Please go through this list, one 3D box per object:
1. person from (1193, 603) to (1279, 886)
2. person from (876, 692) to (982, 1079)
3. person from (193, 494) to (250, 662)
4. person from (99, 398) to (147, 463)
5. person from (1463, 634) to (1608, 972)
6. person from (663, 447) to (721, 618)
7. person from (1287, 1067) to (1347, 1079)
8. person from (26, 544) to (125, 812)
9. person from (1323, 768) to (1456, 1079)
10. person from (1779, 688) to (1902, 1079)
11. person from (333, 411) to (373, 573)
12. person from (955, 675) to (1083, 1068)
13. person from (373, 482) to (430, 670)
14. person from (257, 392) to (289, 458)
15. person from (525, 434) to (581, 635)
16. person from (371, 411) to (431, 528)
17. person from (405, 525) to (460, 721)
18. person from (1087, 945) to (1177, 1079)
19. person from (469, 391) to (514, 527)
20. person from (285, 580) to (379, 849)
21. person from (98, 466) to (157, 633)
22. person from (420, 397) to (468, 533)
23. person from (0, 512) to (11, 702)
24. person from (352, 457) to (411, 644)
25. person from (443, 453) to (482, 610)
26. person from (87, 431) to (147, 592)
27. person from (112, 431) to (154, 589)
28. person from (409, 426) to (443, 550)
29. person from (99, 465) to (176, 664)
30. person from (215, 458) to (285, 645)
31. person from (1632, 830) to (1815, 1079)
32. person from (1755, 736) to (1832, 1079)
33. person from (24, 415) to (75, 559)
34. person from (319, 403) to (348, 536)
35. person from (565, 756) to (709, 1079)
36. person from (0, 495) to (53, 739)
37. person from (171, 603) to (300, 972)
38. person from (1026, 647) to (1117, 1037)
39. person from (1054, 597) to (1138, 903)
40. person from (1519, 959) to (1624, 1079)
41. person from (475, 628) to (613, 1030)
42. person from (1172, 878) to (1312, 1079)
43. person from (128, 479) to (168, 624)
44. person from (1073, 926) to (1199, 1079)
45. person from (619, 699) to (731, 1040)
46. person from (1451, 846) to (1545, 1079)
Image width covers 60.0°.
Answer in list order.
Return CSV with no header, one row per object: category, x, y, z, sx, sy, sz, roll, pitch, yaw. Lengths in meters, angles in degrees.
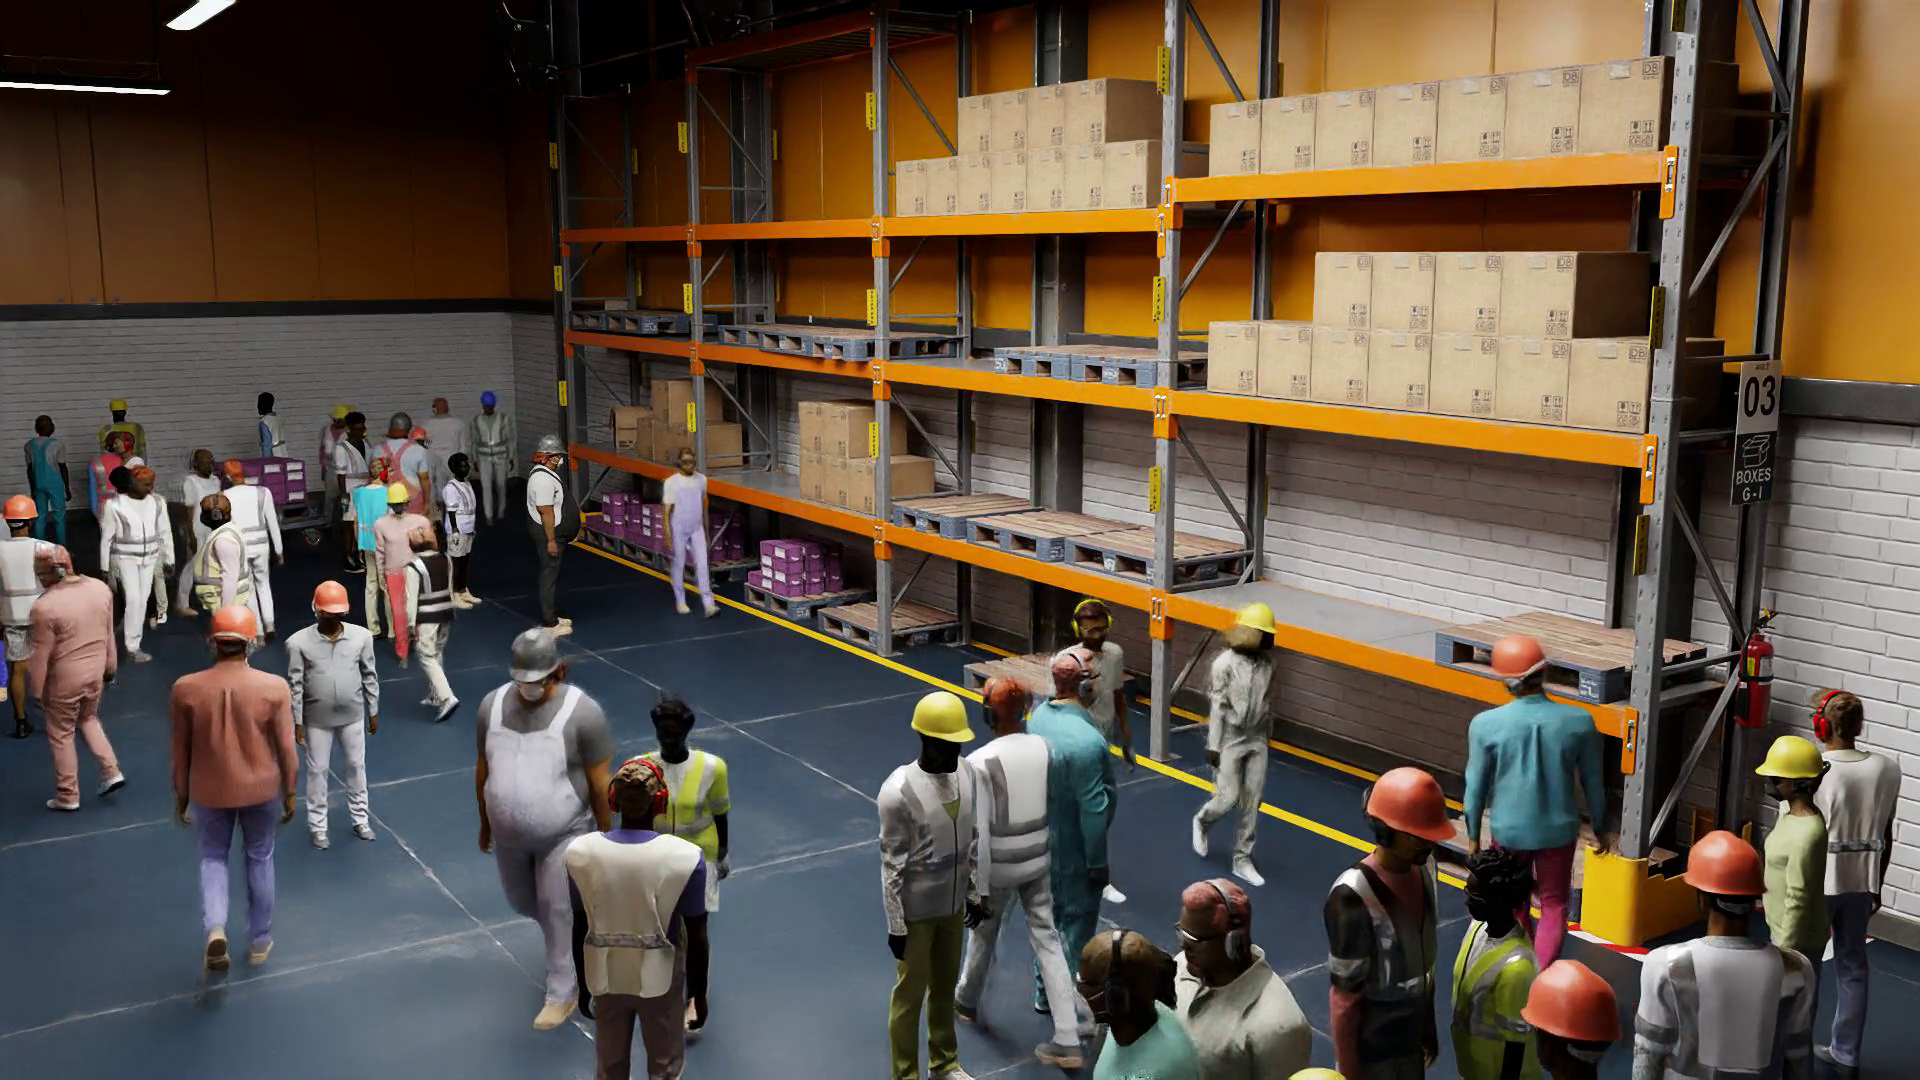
person,1.705,1.218,10.184,0.503,1.718,0.513,-5,11,-26
person,-0.109,1.601,7.383,0.397,1.920,0.586,8,13,40
person,-6.166,0.525,13.919,0.429,1.842,0.636,-4,11,-23
person,-11.171,-0.932,22.220,0.388,1.927,0.589,8,13,40
person,2.846,1.441,8.208,0.705,1.966,0.620,2,10,9
person,-2.827,-0.063,17.457,0.542,1.800,0.927,-6,11,-30
person,0.896,2.206,4.371,0.320,1.737,0.486,3,10,14
person,-6.089,0.938,11.374,0.447,1.885,0.668,3,10,18
person,1.547,1.789,5.971,0.410,2.030,0.611,9,13,44
person,4.000,1.598,7.636,0.561,1.837,0.388,-1,10,-6
person,-7.279,-0.582,20.093,0.376,1.958,0.599,3,10,19
person,0.265,1.553,7.952,0.589,1.825,1.025,-7,12,-35
person,-5.216,0.295,15.645,0.531,1.731,0.847,-3,10,-16
person,-9.617,-1.106,23.268,0.392,1.920,0.587,0,10,-3
person,-4.109,-0.069,16.823,0.535,2.000,0.679,-3,10,-17
person,-6.482,-0.504,19.376,0.692,2.000,0.652,1,10,7
person,-4.327,0.667,13.785,0.711,1.613,0.563,5,11,28
person,0.511,2.080,5.234,0.322,1.689,0.537,0,10,-1
person,-6.679,-1.183,23.777,0.607,1.917,0.953,-2,10,-13
person,-4.030,1.116,10.733,0.567,1.744,0.349,-6,11,-32
person,-8.419,0.097,16.845,0.535,1.699,0.322,-9,13,-42
person,-7.177,-1.051,23.128,0.635,1.868,0.915,-2,10,-10
person,-8.428,0.396,14.094,0.688,2.000,0.536,-3,10,-17
person,-5.700,0.107,16.358,0.570,1.843,0.373,4,10,22
person,-5.406,-0.104,18.037,0.319,1.696,0.532,1,10,3
person,-9.571,-0.327,18.967,0.639,1.833,0.432,-6,12,-33
person,-9.376,-0.319,18.862,0.390,1.846,0.565,-9,13,-44
person,-6.616,-0.523,20.365,0.590,1.735,0.382,-8,12,-38
person,-7.687,0.230,15.630,0.649,1.852,0.618,6,12,33
person,-6.956,0.119,16.254,0.641,1.854,0.411,-6,11,-31
person,2.497,1.912,5.528,0.544,1.930,0.389,1,10,6
person,3.583,1.709,7.216,0.341,1.760,0.525,4,11,23
person,-11.404,-0.644,20.818,0.502,1.838,0.339,0,10,-1
person,-8.494,-0.964,22.757,0.588,1.808,0.450,0,10,-2
person,-1.273,1.777,6.604,0.560,1.837,0.389,1,10,3
person,-7.355,0.609,13.145,0.544,1.939,0.354,-2,10,-12
person,-3.824,1.330,8.793,0.638,1.977,0.625,-3,10,-17
person,0.571,1.470,8.169,0.407,1.913,0.641,-4,10,-22
person,0.743,1.216,9.849,0.560,1.846,0.531,-8,13,-41
person,1.622,2.081,4.593,0.554,1.901,0.781,-3,10,-16
person,-2.080,1.360,8.432,0.712,2.000,0.801,2,10,12
person,0.806,1.978,5.247,0.399,1.897,0.652,-5,11,-25
person,-8.459,0.063,17.233,0.505,1.635,0.277,-1,10,-6
person,0.516,2.043,4.819,0.499,1.919,0.671,1,10,4
person,-1.416,1.585,8.267,0.537,1.643,0.875,0,10,-1
person,1.952,1.937,6.080,0.319,1.694,0.533,0,10,3
